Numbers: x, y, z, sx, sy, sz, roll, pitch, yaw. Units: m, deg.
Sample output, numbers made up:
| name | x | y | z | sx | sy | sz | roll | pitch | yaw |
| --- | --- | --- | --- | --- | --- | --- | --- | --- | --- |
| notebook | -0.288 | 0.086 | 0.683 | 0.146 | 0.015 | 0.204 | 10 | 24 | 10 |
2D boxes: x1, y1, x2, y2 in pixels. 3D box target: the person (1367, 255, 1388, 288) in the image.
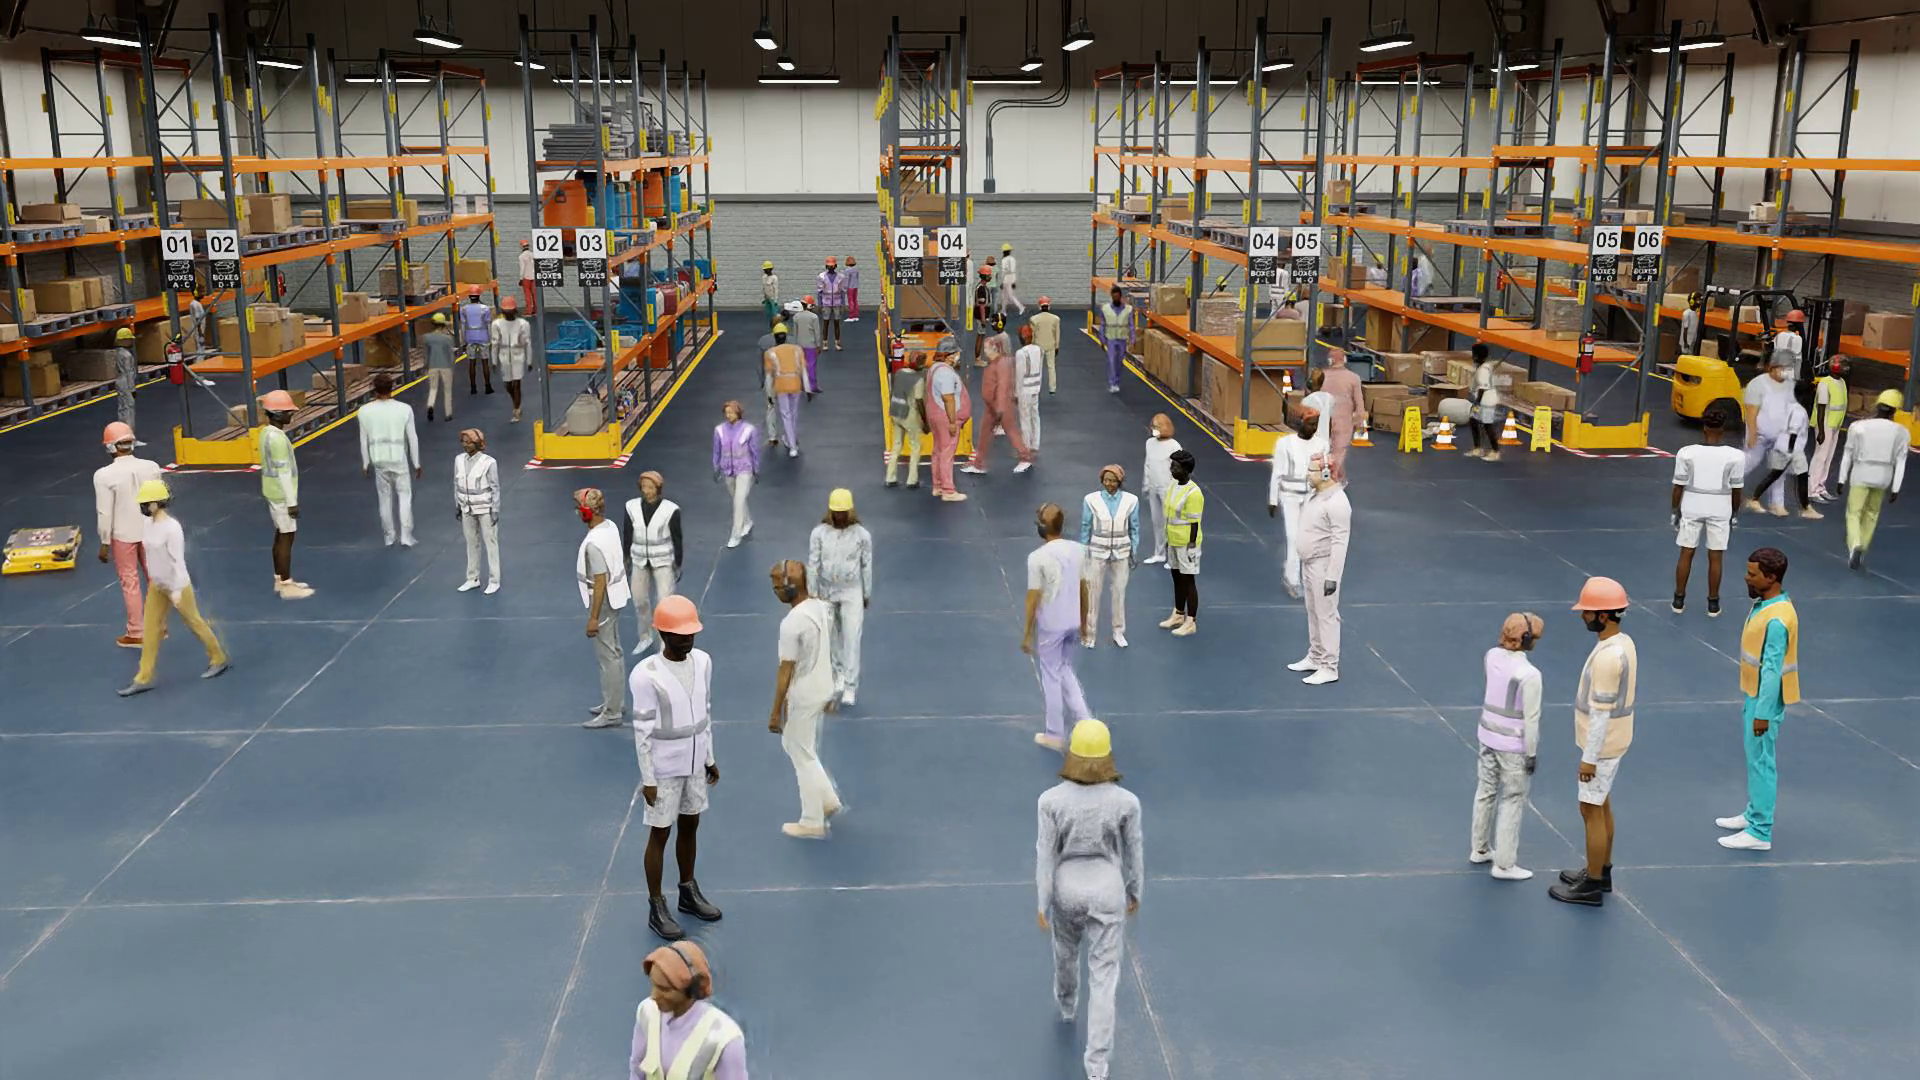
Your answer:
| name | x | y | z | sx | sy | sz | roll | pitch | yaw |
| --- | --- | --- | --- | --- | --- | --- | --- | --- | --- |
| person | 10.136 | -6.011 | 40.292 | 0.588 | 1.791 | 0.927 | -4 | 14 | -15 |

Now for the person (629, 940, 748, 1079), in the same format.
| name | x | y | z | sx | sy | sz | roll | pitch | yaw |
| --- | --- | --- | --- | --- | --- | --- | --- | --- | --- |
| person | -1.021 | 2.196 | 5.883 | 0.552 | 1.606 | 0.764 | 11 | 17 | 39 |

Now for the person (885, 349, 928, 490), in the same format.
| name | x | y | z | sx | sy | sz | roll | pitch | yaw |
| --- | --- | --- | --- | --- | --- | --- | --- | --- | --- |
| person | -0.675 | -1.534 | 21.248 | 0.445 | 1.821 | 0.598 | -11 | 17 | -38 |

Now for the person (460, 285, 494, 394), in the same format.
| name | x | y | z | sx | sy | sz | roll | pitch | yaw |
| --- | --- | --- | --- | --- | --- | --- | --- | --- | --- |
| person | -8.574 | -3.555 | 29.547 | 0.545 | 1.938 | 0.362 | -2 | 13 | -7 |

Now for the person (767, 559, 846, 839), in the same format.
| name | x | y | z | sx | sy | sz | roll | pitch | yaw |
| --- | --- | --- | --- | --- | --- | --- | --- | --- | --- |
| person | -1.001 | 1.008 | 10.467 | 0.399 | 1.818 | 0.519 | 3 | 14 | 14 |

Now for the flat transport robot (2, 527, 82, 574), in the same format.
| name | x | y | z | sx | sy | sz | roll | pitch | yaw |
| --- | --- | --- | --- | --- | --- | --- | --- | --- | --- |
| flat transport robot | -9.774 | 0.079 | 17.724 | 0.652 | 0.197 | 1.431 | -6 | 15 | -23 |

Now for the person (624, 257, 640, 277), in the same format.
| name | x | y | z | sx | sy | sz | roll | pitch | yaw |
| --- | --- | --- | --- | --- | --- | --- | --- | --- | --- |
| person | -7.868 | -5.954 | 39.559 | 0.636 | 2.007 | 0.540 | 8 | 16 | 31 |

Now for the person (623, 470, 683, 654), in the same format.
| name | x | y | z | sx | sy | sz | roll | pitch | yaw |
| --- | --- | --- | --- | --- | --- | --- | --- | --- | --- |
| person | -2.630 | 0.203 | 14.271 | 0.524 | 1.640 | 0.313 | 3 | 14 | 12 |

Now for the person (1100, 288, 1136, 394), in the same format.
| name | x | y | z | sx | sy | sz | roll | pitch | yaw |
| --- | --- | --- | --- | --- | --- | --- | --- | --- | --- |
| person | 2.820 | -3.544 | 29.637 | 0.616 | 1.863 | 0.994 | -1 | 13 | -3 |

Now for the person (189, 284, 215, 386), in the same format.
| name | x | y | z | sx | sy | sz | roll | pitch | yaw |
| --- | --- | --- | --- | --- | --- | --- | --- | --- | --- |
| person | -13.995 | -3.777 | 30.647 | 0.319 | 1.865 | 0.521 | -7 | 15 | -26 |

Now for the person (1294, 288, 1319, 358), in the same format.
| name | x | y | z | sx | sy | sz | roll | pitch | yaw |
| --- | --- | --- | --- | --- | --- | --- | --- | --- | --- |
| person | 6.866 | -4.199 | 33.044 | 0.504 | 1.579 | 0.891 | 1 | 13 | 5 |

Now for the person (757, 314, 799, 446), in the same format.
| name | x | y | z | sx | sy | sz | roll | pitch | yaw |
| --- | --- | --- | --- | --- | --- | --- | --- | --- | --- |
| person | -2.649 | -2.335 | 24.378 | 0.627 | 1.940 | 0.376 | 3 | 14 | 12 |

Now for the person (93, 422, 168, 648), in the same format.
| name | x | y | z | sx | sy | sz | roll | pitch | yaw |
| --- | --- | --- | --- | --- | --- | --- | --- | --- | --- |
| person | -7.283 | -0.046 | 14.604 | 0.462 | 1.983 | 0.614 | 8 | 15 | 30 |

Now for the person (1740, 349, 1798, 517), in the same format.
| name | x | y | z | sx | sy | sz | roll | pitch | yaw |
| --- | --- | --- | --- | --- | --- | --- | --- | --- | --- |
| person | 9.708 | -1.360 | 20.028 | 0.672 | 2.000 | 0.988 | -1 | 13 | -5 |

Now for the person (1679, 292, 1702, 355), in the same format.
| name | x | y | z | sx | sy | sz | roll | pitch | yaw |
| --- | --- | --- | --- | --- | --- | --- | --- | --- | --- |
| person | 12.692 | -3.370 | 28.911 | 0.327 | 1.872 | 0.516 | 10 | 17 | 36 |

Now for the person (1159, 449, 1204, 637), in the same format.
| name | x | y | z | sx | sy | sz | roll | pitch | yaw |
| --- | --- | --- | --- | --- | --- | --- | --- | --- | --- |
| person | 1.998 | 0.019 | 14.944 | 0.319 | 1.694 | 0.533 | -5 | 14 | -19 |

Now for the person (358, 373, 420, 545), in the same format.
| name | x | y | z | sx | sy | sz | roll | pitch | yaw |
| --- | --- | --- | --- | --- | --- | --- | --- | --- | --- |
| person | -6.255 | -0.878 | 18.263 | 0.603 | 1.917 | 0.393 | -2 | 13 | -7 |

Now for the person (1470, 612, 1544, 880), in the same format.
| name | x | y | z | sx | sy | sz | roll | pitch | yaw |
| --- | --- | --- | --- | --- | --- | --- | --- | --- | --- |
| person | 3.279 | 1.223 | 9.970 | 0.314 | 1.630 | 0.514 | -4 | 14 | -17 |

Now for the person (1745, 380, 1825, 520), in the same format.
| name | x | y | z | sx | sy | sz | roll | pitch | yaw |
| --- | --- | --- | --- | --- | --- | --- | --- | --- | --- |
| person | 9.808 | -1.083 | 19.689 | 0.825 | 1.653 | 0.525 | 2 | 14 | 10 |

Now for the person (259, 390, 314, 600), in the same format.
| name | x | y | z | sx | sy | sz | roll | pitch | yaw |
| --- | --- | --- | --- | --- | --- | --- | --- | --- | --- |
| person | -6.547 | -0.440 | 16.145 | 0.396 | 2.038 | 0.607 | -8 | 15 | -30 |

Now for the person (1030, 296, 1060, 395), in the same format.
| name | x | y | z | sx | sy | sz | roll | pitch | yaw |
| --- | --- | --- | --- | --- | --- | --- | --- | --- | --- |
| person | 1.488 | -3.434 | 29.458 | 0.563 | 1.743 | 0.360 | -2 | 13 | -8 |

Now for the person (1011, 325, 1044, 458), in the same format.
| name | x | y | z | sx | sy | sz | roll | pitch | yaw |
| --- | --- | --- | --- | --- | --- | --- | --- | --- | --- |
| person | 0.946 | -2.095 | 23.472 | 0.355 | 1.887 | 0.573 | 10 | 16 | 36 |

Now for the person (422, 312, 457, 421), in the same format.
| name | x | y | z | sx | sy | sz | roll | pitch | yaw |
| --- | --- | --- | --- | --- | --- | --- | --- | --- | --- |
| person | -8.292 | -2.745 | 26.495 | 0.539 | 1.750 | 0.578 | 0 | 13 | 1 |

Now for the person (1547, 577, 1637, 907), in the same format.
| name | x | y | z | sx | sy | sz | roll | pitch | yaw |
| --- | --- | --- | --- | --- | --- | --- | --- | --- | --- |
| person | 3.675 | 1.158 | 9.623 | 0.388 | 1.924 | 0.549 | 7 | 15 | 28 |

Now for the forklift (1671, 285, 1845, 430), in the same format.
| name | x | y | z | sx | sy | sz | roll | pitch | yaw |
| --- | --- | --- | --- | --- | --- | --- | --- | --- | --- |
| forklift | 12.503 | -2.886 | 26.166 | 2.313 | 2.155 | 1.214 | -1 | 13 | -3 |

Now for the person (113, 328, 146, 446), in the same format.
| name | x | y | z | sx | sy | sz | roll | pitch | yaw |
| --- | --- | --- | --- | --- | --- | --- | --- | --- | --- |
| person | -12.221 | -2.245 | 24.443 | 0.483 | 1.734 | 0.343 | 13 | 18 | 43 |

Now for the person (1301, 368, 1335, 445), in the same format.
| name | x | y | z | sx | sy | sz | roll | pitch | yaw |
| --- | --- | --- | --- | --- | --- | --- | --- | --- | --- |
| person | 4.088 | -1.072 | 19.228 | 0.506 | 1.847 | 0.346 | -9 | 16 | -35 |

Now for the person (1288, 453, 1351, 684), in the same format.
| name | x | y | z | sx | sy | sz | roll | pitch | yaw |
| --- | --- | --- | --- | --- | --- | --- | --- | --- | --- |
| person | 2.931 | 0.225 | 13.603 | 0.403 | 1.906 | 0.652 | -1 | 13 | -6 |

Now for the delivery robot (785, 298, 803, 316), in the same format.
| name | x | y | z | sx | sy | sz | roll | pitch | yaw |
| --- | --- | --- | --- | --- | --- | --- | --- | --- | --- |
| delivery robot | -4.126 | -5.895 | 42.222 | 0.707 | 0.478 | 0.477 | 12 | 18 | 43 |

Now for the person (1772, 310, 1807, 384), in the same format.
| name | x | y | z | sx | sy | sz | roll | pitch | yaw |
| --- | --- | --- | --- | --- | --- | --- | --- | --- | --- |
| person | 12.500 | -2.500 | 25.086 | 0.372 | 1.933 | 0.552 | -2 | 14 | -10 |

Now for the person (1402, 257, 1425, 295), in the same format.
| name | x | y | z | sx | sy | sz | roll | pitch | yaw |
| --- | --- | --- | --- | --- | --- | --- | --- | --- | --- |
| person | 10.505 | -5.657 | 38.688 | 0.429 | 1.837 | 0.628 | -4 | 14 | -18 |

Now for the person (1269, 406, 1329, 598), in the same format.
| name | x | y | z | sx | sy | sz | roll | pitch | yaw |
| --- | --- | --- | --- | --- | --- | --- | --- | --- | --- |
| person | 3.361 | -0.363 | 16.198 | 0.590 | 1.853 | 0.829 | -4 | 14 | -15 |
